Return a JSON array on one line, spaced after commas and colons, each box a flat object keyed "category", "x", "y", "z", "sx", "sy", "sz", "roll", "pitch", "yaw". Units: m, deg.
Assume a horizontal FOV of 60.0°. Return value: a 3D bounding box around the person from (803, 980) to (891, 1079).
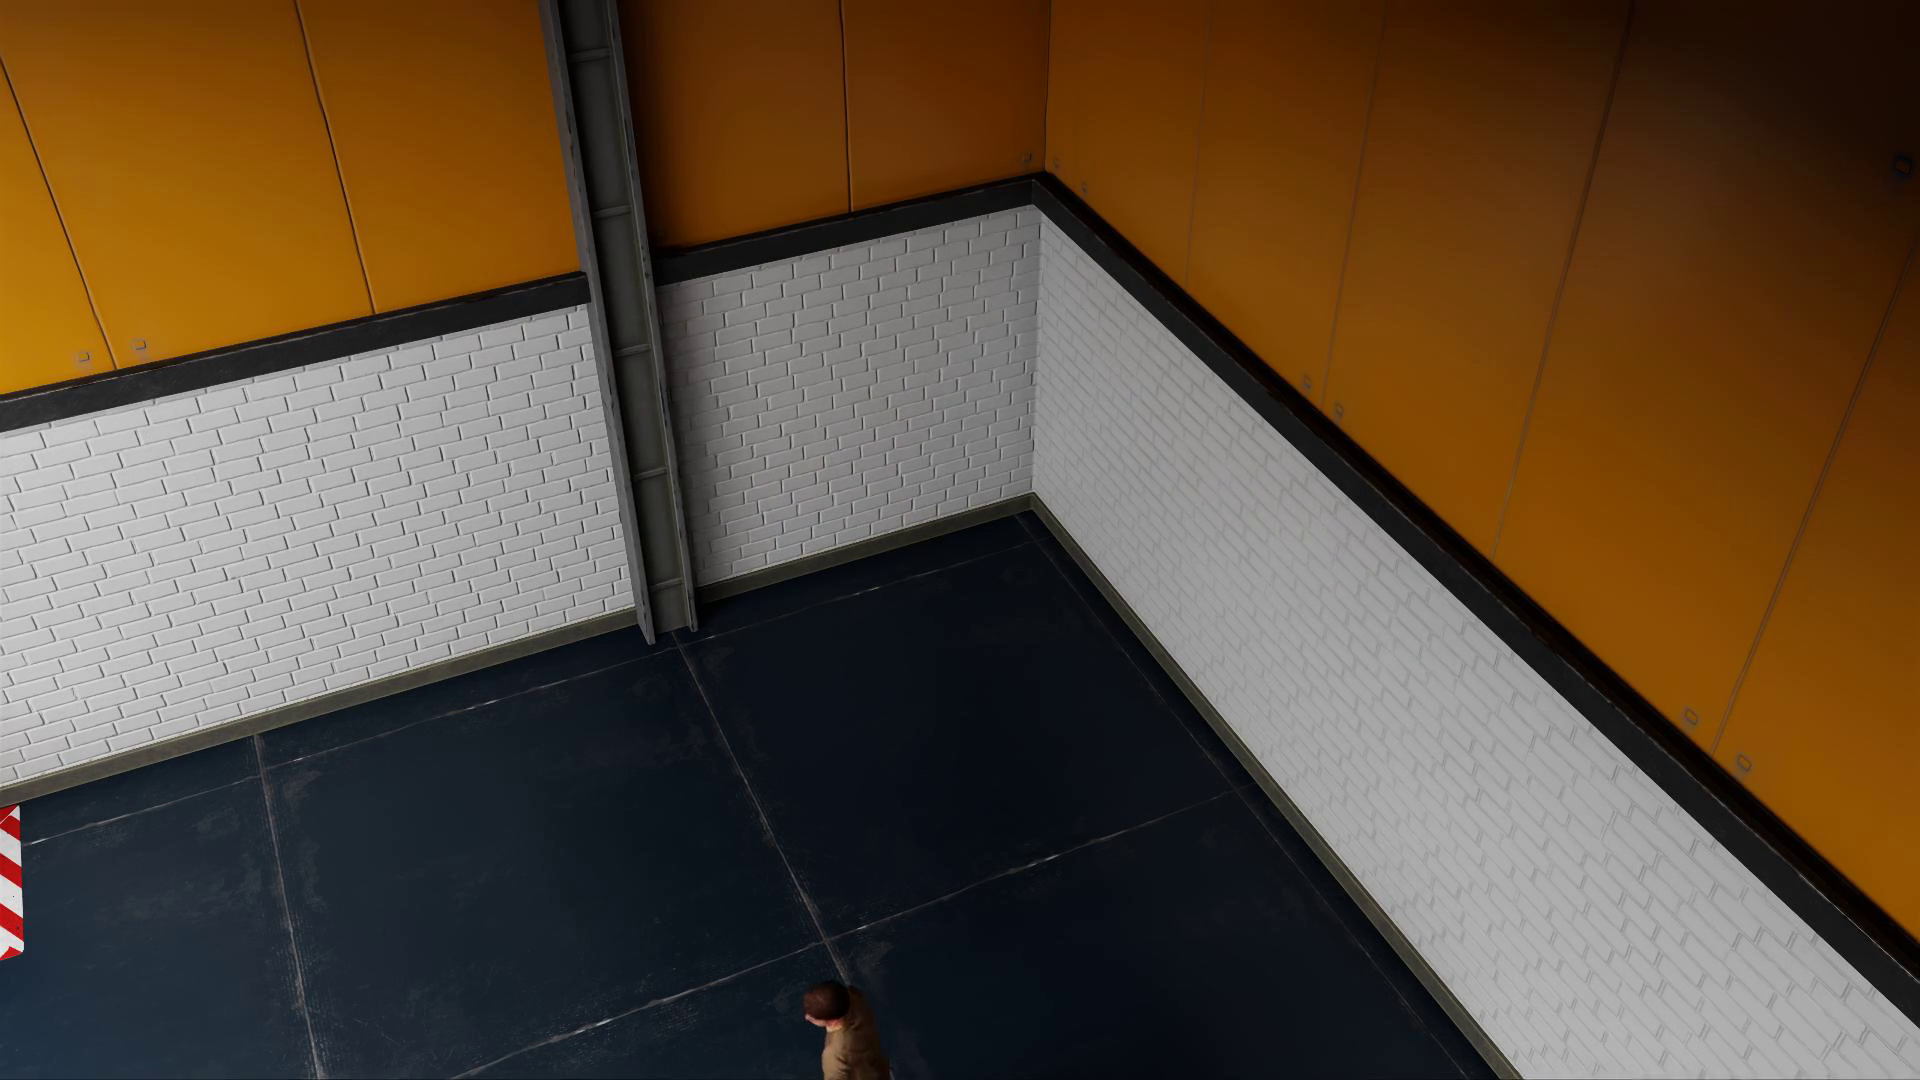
[{"category": "person", "x": -0.414, "y": 2.817, "z": 8.491, "sx": 1.231, "sy": 1.805, "sz": 0.993, "roll": 4, "pitch": 39, "yaw": 5}]
